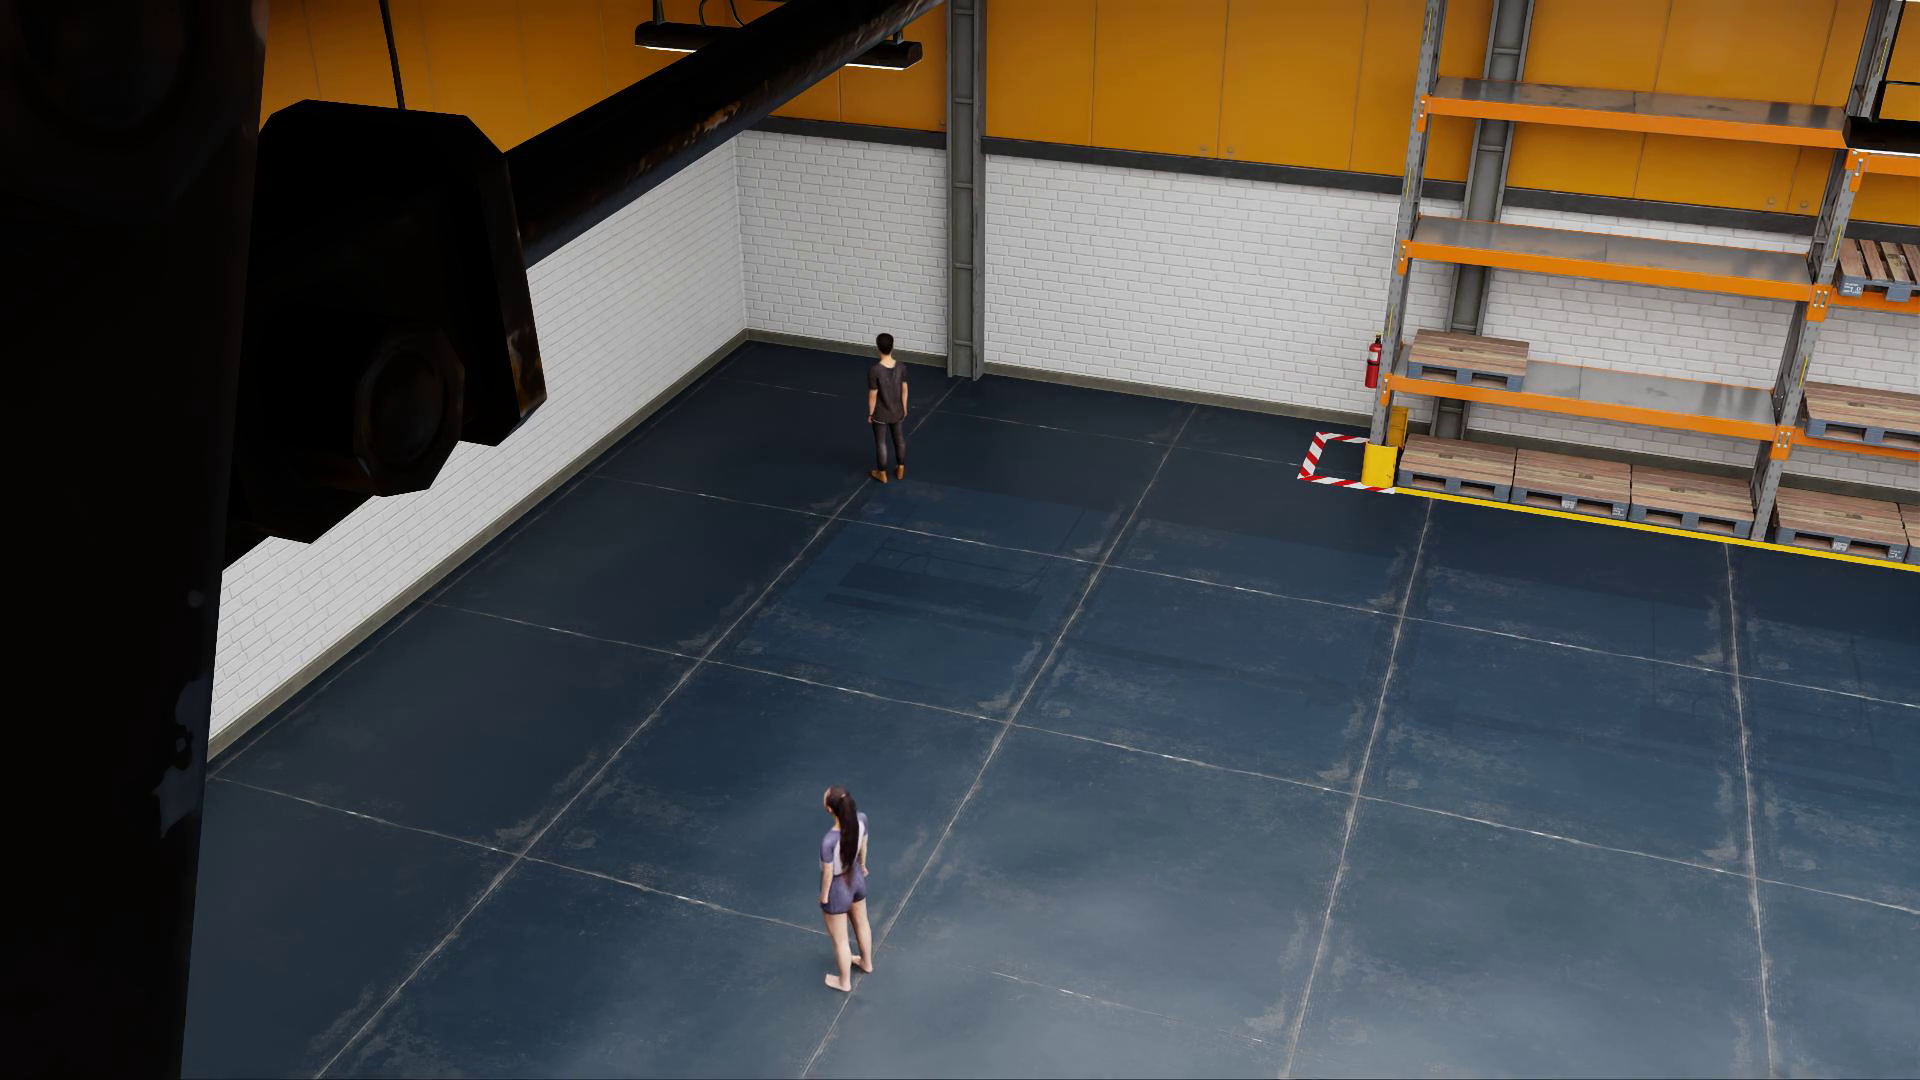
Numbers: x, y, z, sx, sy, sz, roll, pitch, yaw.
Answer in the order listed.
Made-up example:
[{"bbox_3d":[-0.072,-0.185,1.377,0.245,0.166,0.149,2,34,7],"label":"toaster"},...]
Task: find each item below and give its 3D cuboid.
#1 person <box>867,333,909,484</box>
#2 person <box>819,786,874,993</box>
[{"bbox_3d":[-0.791,-1.451,18.302,0.698,1.710,0.764,-12,31,-20],"label":"person"},{"bbox_3d":[-0.782,2.368,11.365,0.619,1.650,0.654,21,35,34],"label":"person"}]
